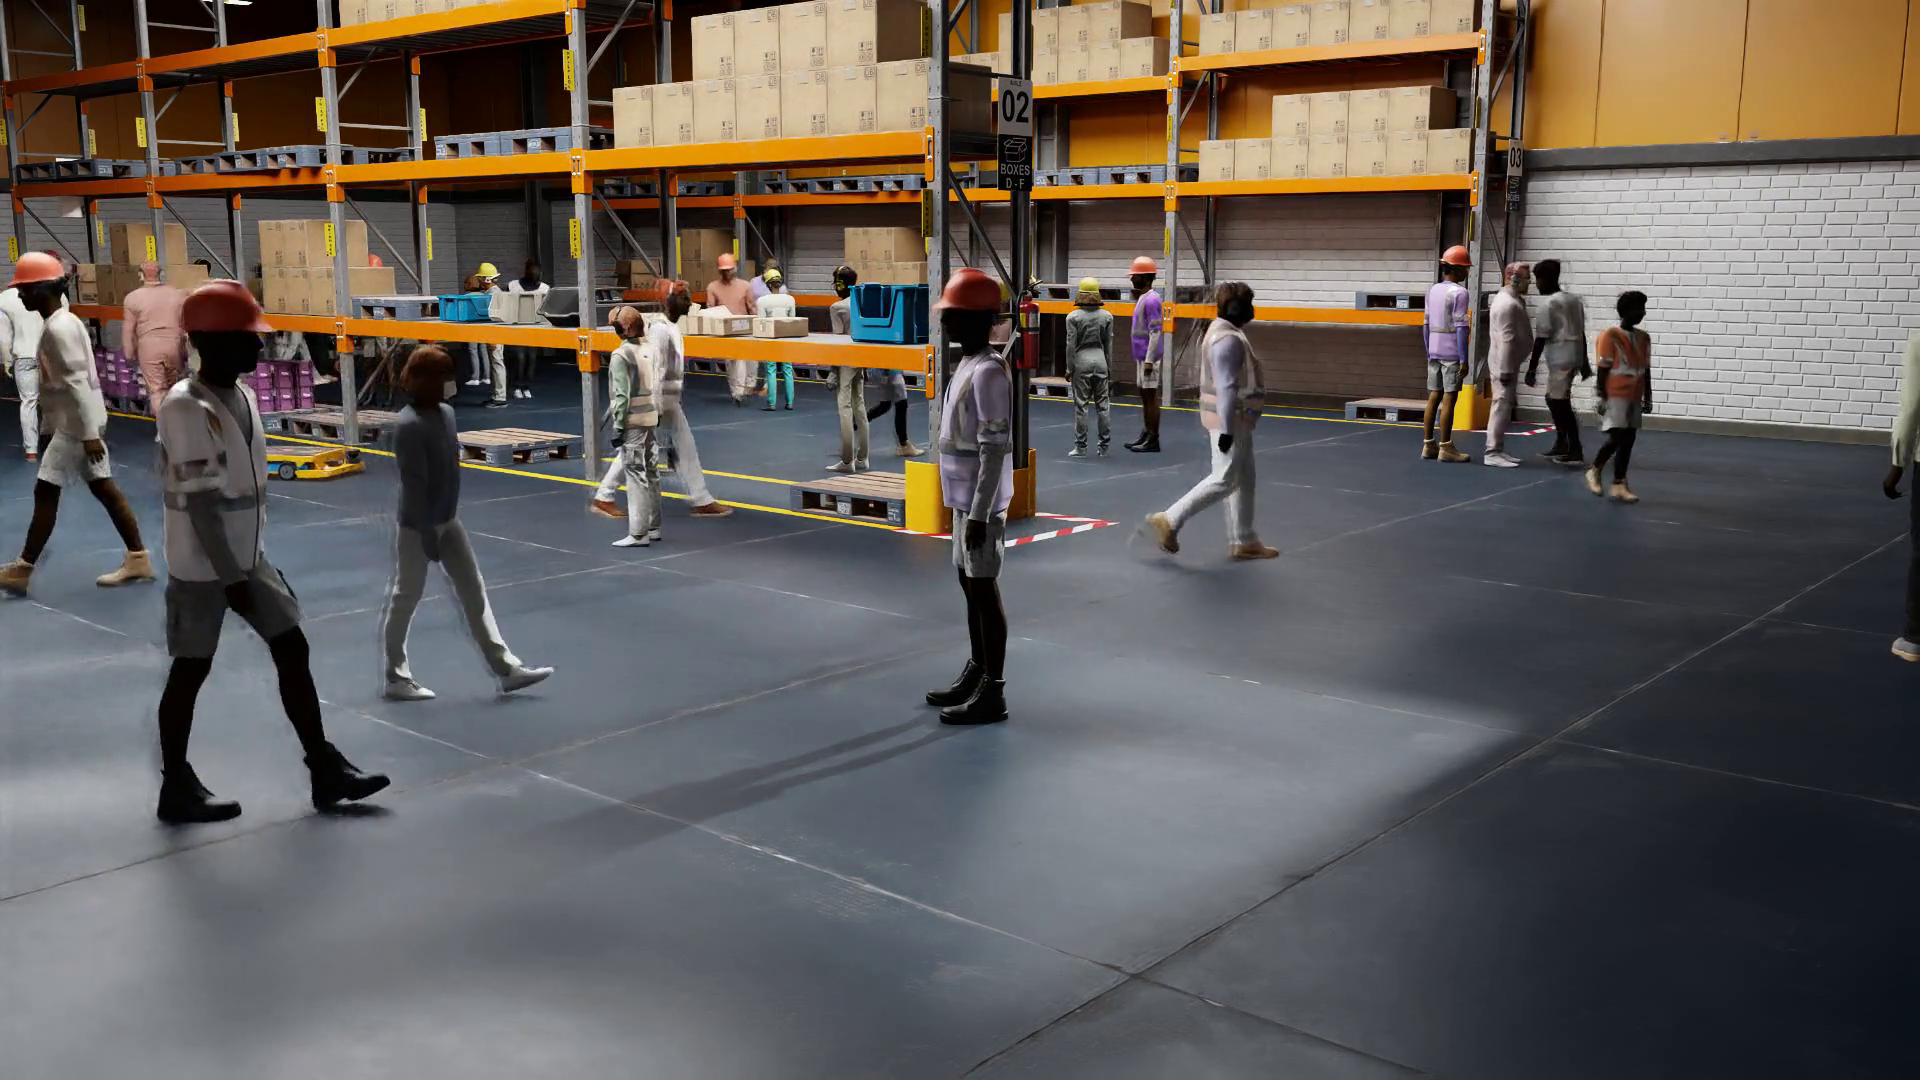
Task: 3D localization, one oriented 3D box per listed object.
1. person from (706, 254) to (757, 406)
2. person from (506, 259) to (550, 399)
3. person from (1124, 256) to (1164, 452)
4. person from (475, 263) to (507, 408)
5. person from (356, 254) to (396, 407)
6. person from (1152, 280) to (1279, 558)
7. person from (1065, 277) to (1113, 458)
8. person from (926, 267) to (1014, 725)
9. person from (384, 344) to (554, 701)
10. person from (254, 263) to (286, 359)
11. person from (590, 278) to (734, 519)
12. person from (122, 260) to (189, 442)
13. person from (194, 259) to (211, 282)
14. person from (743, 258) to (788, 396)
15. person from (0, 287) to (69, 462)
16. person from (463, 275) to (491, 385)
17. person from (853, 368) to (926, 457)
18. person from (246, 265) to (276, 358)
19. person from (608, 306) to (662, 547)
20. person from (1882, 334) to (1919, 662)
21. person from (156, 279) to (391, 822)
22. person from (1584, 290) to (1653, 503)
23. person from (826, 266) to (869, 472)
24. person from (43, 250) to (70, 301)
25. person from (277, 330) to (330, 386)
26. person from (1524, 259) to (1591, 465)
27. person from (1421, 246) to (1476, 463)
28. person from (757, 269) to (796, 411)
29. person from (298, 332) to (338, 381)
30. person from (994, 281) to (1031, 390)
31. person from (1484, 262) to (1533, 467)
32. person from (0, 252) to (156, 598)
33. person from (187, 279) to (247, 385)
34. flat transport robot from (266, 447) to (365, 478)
[{"bbox_3d":[-2.931,-2.678,21.318,0.630,1.934,1.075,0,10,0],"label":"person"},{"bbox_3d":[-5.809,-2.829,22.370,0.629,1.867,0.559,-4,11,-24],"label":"person"},{"bbox_3d":[1.828,-1.835,16.524,0.379,1.938,0.547,-1,10,-3],"label":"person"},{"bbox_3d":[-5.940,-2.587,21.099,0.404,1.834,0.592,-3,10,-17],"label":"person"},{"bbox_3d":[-7.439,-2.656,21.182,0.544,1.943,0.347,1,10,8],"label":"person"},{"bbox_3d":[1.677,-0.767,10.785,0.768,1.820,0.632,1,10,7],"label":"person"},{"bbox_3d":[1.240,-1.665,16.108,0.487,1.744,0.312,-3,10,-17],"label":"person"},{"bbox_3d":[0.048,-0.185,7.115,0.349,1.942,0.545,-2,10,-10],"label":"person"},{"bbox_3d":[-2.243,-0.057,7.347,0.813,1.592,0.530,2,10,11],"label":"person"},{"bbox_3d":[-10.363,-3.309,25.186,0.684,1.854,0.346,5,11,27],"label":"person"},{"bbox_3d":[-2.281,-1.040,12.392,1.061,1.818,0.589,1,10,5],"label":"person"},{"bbox_3d":[-8.380,-1.957,17.338,0.540,1.887,0.679,9,14,43],"label":"person"},{"bbox_3d":[-10.540,-2.989,23.290,0.311,1.869,0.533,2,10,14],"label":"person"},{"bbox_3d":[-2.658,-2.871,22.567,0.712,1.882,0.664,4,11,22],"label":"person"},{"bbox_3d":[-8.734,-1.701,15.756,0.631,1.939,0.370,-4,11,-23],"label":"person"},{"bbox_3d":[-7.188,-3.113,24.691,0.291,1.623,0.496,5,11,27],"label":"person"},{"bbox_3d":[-0.746,-1.626,16.088,0.757,1.667,0.541,-1,10,-7],"label":"person"},{"bbox_3d":[-11.364,-3.598,27.035,0.724,1.783,0.984,4,11,23],"label":"person"},{"bbox_3d":[-2.211,-0.765,11.291,0.315,1.636,0.515,3,10,14],"label":"person"},{"bbox_3d":[4.872,-0.378,8.104,0.630,1.987,0.413,2,10,11],"label":"person"},{"bbox_3d":[-2.459,0.065,5.794,0.909,1.905,0.554,1,10,8],"label":"person"},{"bbox_3d":[5.282,-1.139,13.230,0.552,1.687,0.350,-5,11,-26],"label":"person"},{"bbox_3d":[-1.016,-1.541,15.066,0.329,1.864,0.508,7,12,35],"label":"person"},{"bbox_3d":[-13.919,-3.463,25.631,0.395,1.994,0.612,-3,10,-16],"label":"person"},{"bbox_3d":[-9.670,-3.142,24.180,0.591,1.868,0.992,7,12,36],"label":"person"},{"bbox_3d":[5.626,-1.660,15.586,0.643,1.914,0.620,-9,14,-43],"label":"person"},{"bbox_3d":[4.653,-1.758,15.782,0.391,2.040,0.615,-3,10,-17],"label":"person"},{"bbox_3d":[-2.292,-2.479,20.701,0.523,1.760,0.324,-6,12,-30],"label":"person"},{"bbox_3d":[-9.843,-3.438,25.358,0.776,2.000,0.534,8,13,37],"label":"person"},{"bbox_3d":[0.405,-1.181,13.321,0.310,1.756,0.566,5,11,24],"label":"person"},{"bbox_3d":[5.102,-1.623,15.443,0.399,1.898,0.650,4,11,20],"label":"person"},{"bbox_3d":[-5.294,-0.663,9.700,1.025,1.986,0.641,-5,11,-25],"label":"person"},{"bbox_3d":[-5.831,-1.130,12.946,0.652,1.789,0.643,0,10,-2],"label":"person"},{"bbox_3d":[-6.139,-0.702,14.815,1.431,0.197,0.652,1,10,7],"label":"flat transport robot"}]
